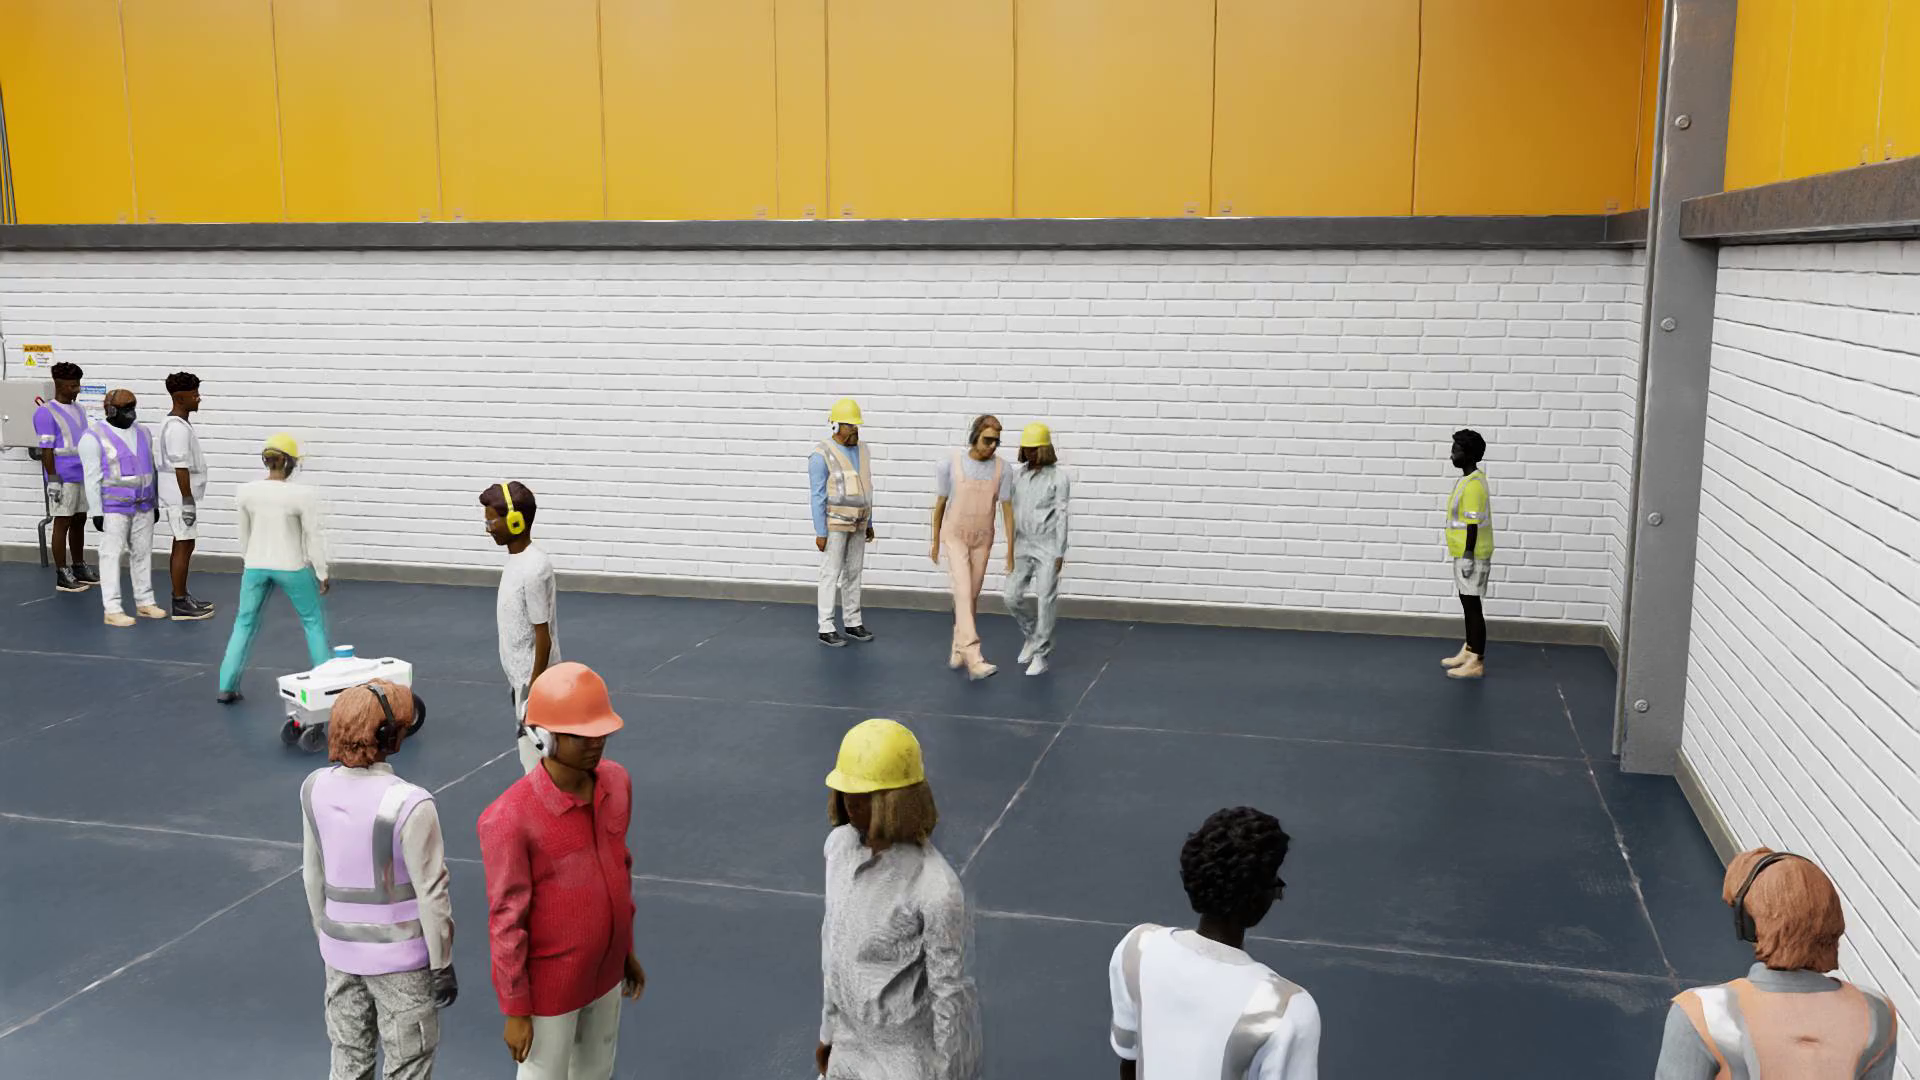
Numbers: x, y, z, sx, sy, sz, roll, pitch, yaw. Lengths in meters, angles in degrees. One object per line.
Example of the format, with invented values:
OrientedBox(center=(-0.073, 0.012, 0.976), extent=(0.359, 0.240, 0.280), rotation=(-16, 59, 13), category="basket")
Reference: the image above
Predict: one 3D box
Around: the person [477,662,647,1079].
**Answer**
OrientedBox(center=(-1.059, 1.190, 4.610), extent=(0.342, 1.751, 0.564), rotation=(5, 11, 26), category="person")

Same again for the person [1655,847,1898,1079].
OrientedBox(center=(1.671, 1.445, 3.472), extent=(0.523, 1.631, 0.315), rotation=(-1, 10, -9), category="person")

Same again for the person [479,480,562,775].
OrientedBox(center=(-1.944, 0.656, 7.431), extent=(0.328, 1.865, 0.517), rotation=(-3, 10, -20), category="person")

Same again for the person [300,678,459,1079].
OrientedBox(center=(-1.673, 1.211, 4.823), extent=(0.521, 1.640, 0.307), rotation=(5, 11, 26), category="person")

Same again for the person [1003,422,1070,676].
OrientedBox(center=(0.513, 0.063, 11.305), extent=(0.494, 1.734, 0.344), rotation=(6, 11, 32), category="person")

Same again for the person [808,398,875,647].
OrientedBox(center=(-0.849, -0.130, 12.196), extent=(0.405, 1.824, 0.585), rotation=(8, 12, 38), category="person")

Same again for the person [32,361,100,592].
OrientedBox(center=(-7.616, -0.548, 14.238), extent=(0.368, 1.959, 0.602), rotation=(0, 10, 2), category="person")

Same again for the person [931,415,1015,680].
OrientedBox(center=(0.101, 0.045, 11.223), extent=(0.533, 1.789, 0.875), rotation=(-2, 10, -13), category="person")

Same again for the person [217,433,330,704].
OrientedBox(center=(-4.350, 0.189, 10.636), extent=(0.737, 1.717, 0.498), rotation=(0, 10, -1), category="person")

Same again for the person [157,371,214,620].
OrientedBox(center=(-6.109, -0.351, 13.101), extent=(0.382, 1.958, 0.606), rotation=(-5, 11, -26), category="person")

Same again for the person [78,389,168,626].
OrientedBox(center=(-6.471, -0.255, 12.906), extent=(0.430, 1.838, 0.632), rotation=(4, 11, 24), category="person")

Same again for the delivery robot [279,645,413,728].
OrientedBox(center=(-3.604, 0.865, 9.773), extent=(0.477, 0.478, 0.707), rotation=(9, 13, 44), category="delivery robot")

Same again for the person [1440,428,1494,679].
OrientedBox(center=(3.450, 0.089, 11.287), extent=(0.321, 1.690, 0.533), rotation=(2, 10, 9), category="person")

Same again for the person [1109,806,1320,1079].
OrientedBox(center=(0.544, 1.397, 3.591), extent=(0.319, 1.688, 0.540), rotation=(-9, 13, -44), category="person")

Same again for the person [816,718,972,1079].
OrientedBox(center=(-0.118, 1.266, 4.220), extent=(0.581, 1.730, 0.482), rotation=(-8, 12, -38), category="person")
